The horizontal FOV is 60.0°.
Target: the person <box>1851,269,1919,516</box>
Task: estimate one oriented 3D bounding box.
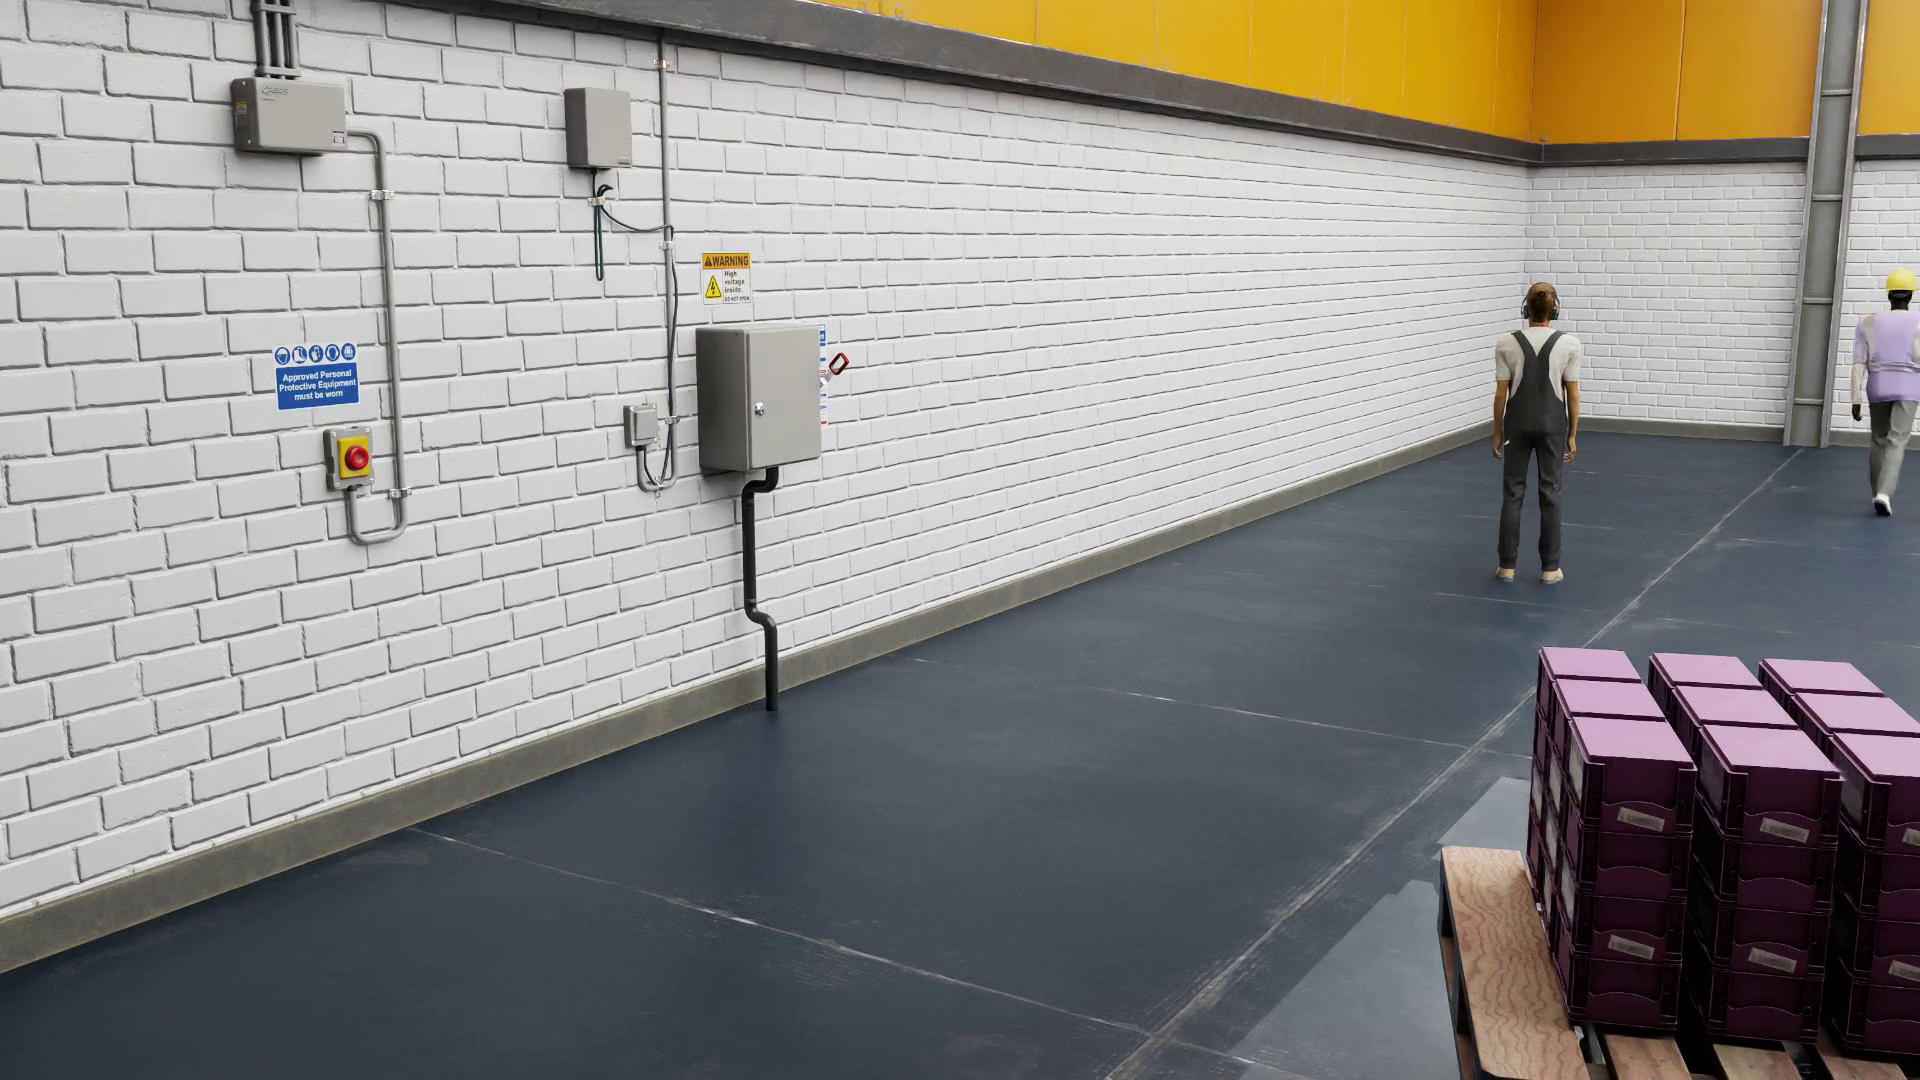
[{"bbox_3d":[7.215,-1.147,12.870,0.588,1.886,0.970,9,13,40],"label":"person"}]

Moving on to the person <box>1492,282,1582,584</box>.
[{"bbox_3d":[3.521,-0.647,10.199,0.506,1.846,0.346,4,11,21],"label":"person"}]
